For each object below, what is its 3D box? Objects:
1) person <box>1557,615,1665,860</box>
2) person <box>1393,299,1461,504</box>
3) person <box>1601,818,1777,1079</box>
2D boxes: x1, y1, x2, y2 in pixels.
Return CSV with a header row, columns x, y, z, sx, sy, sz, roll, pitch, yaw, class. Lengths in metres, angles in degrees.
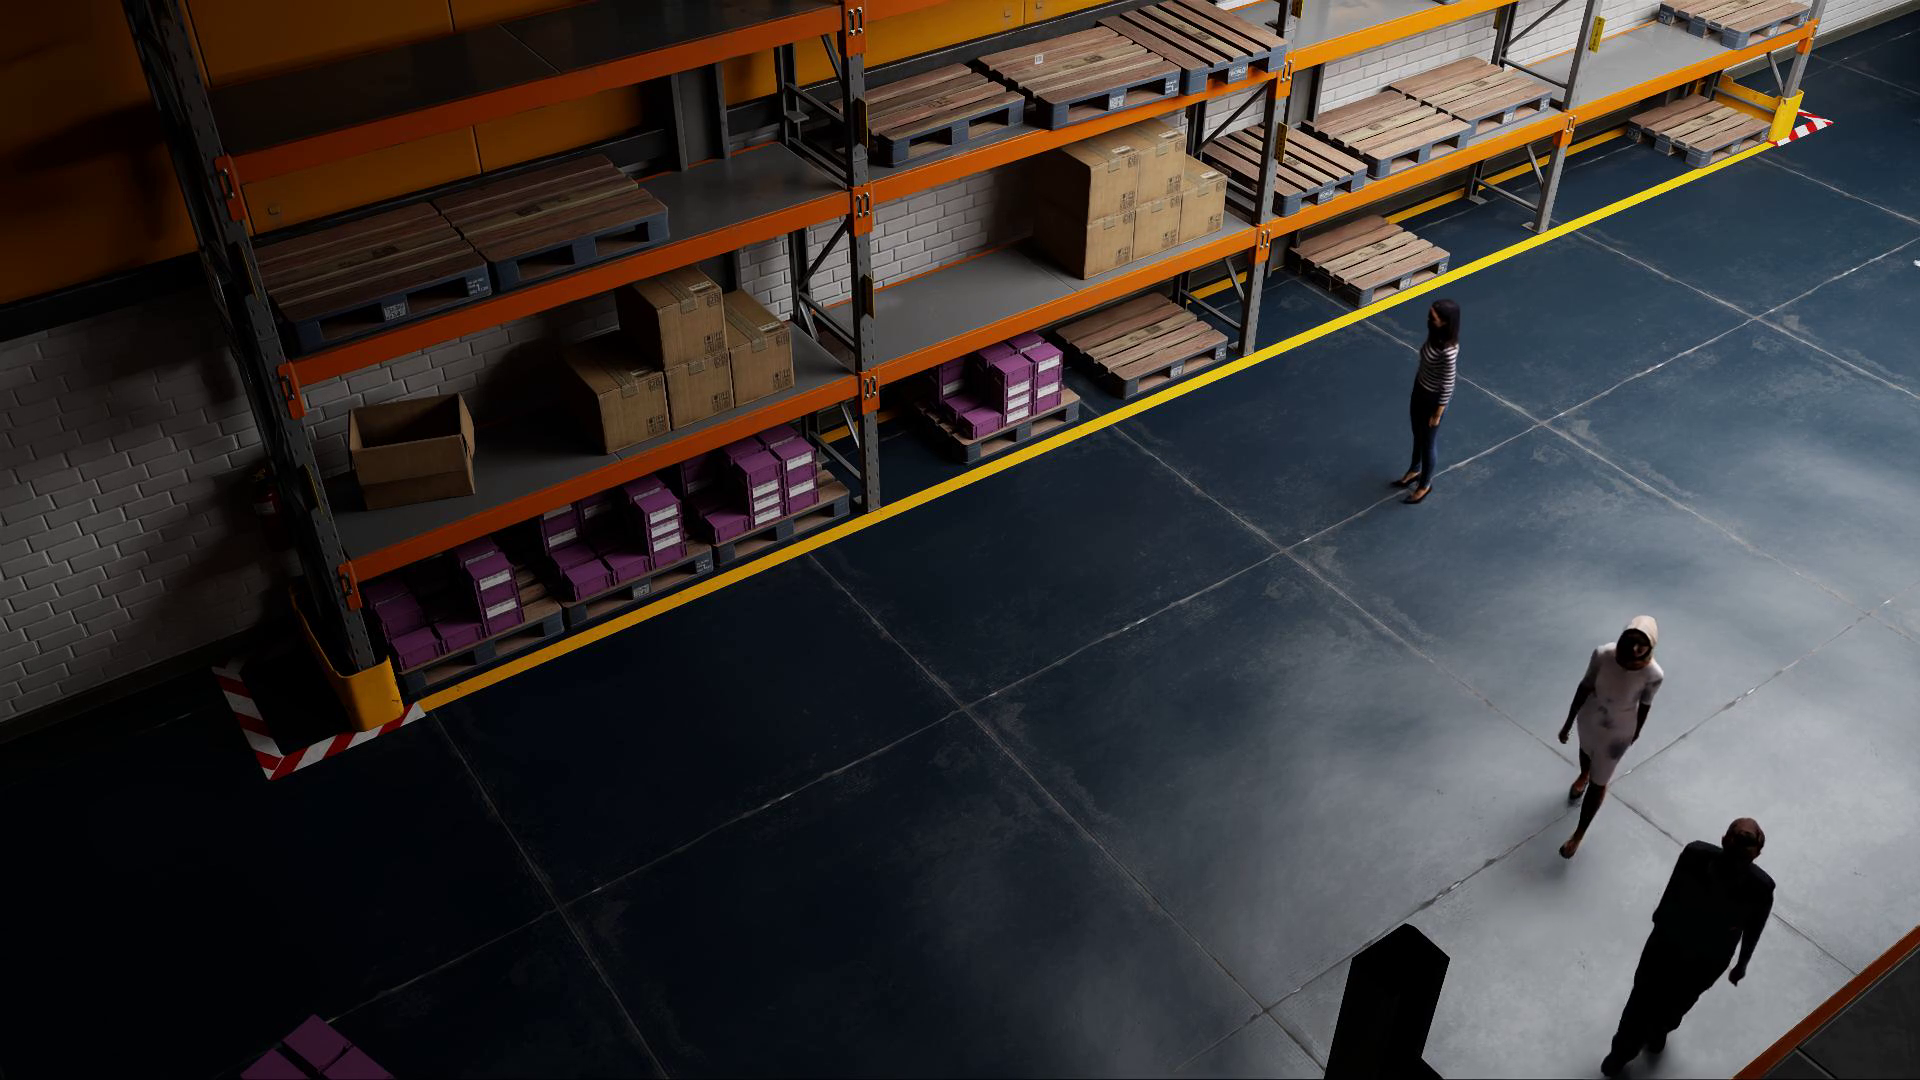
x,y,z,sx,sy,sz,roll,pitch,yaw,class
3.961,1.068,10.172,0.826,1.701,1.152,25,45,28,person
3.608,-1.063,12.767,0.670,1.794,0.674,-4,39,-5,person
3.917,2.075,8.814,0.841,1.824,0.973,24,45,27,person
